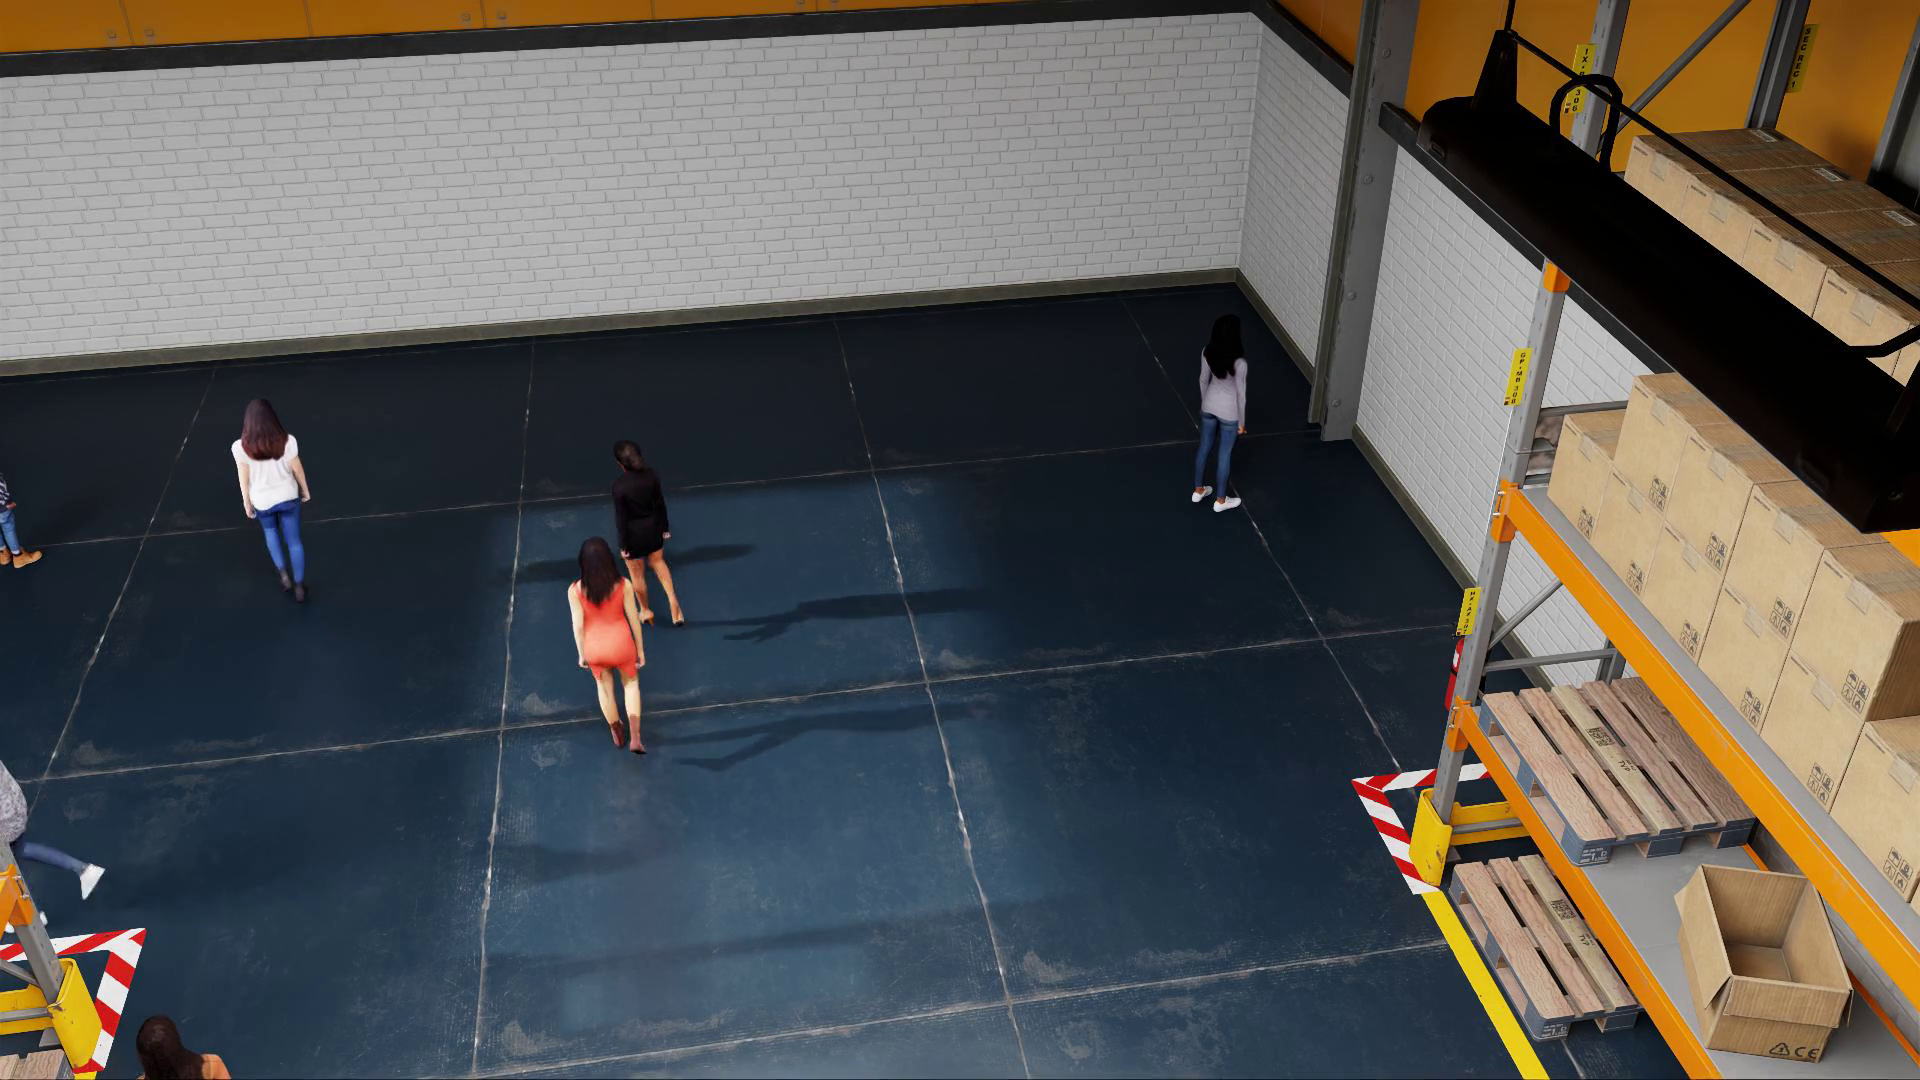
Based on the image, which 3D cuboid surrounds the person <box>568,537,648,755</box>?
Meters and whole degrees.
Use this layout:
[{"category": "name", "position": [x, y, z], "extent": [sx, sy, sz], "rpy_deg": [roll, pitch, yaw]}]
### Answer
[{"category": "person", "position": [-2.287, 0.758, 10.871], "extent": [0.619, 1.708, 0.826], "rpy_deg": [-9, 35, -13]}]

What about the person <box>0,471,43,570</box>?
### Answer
[{"category": "person", "position": [-7.542, -0.349, 12.950], "extent": [0.587, 1.251, 0.633], "rpy_deg": [14, 36, 20]}]

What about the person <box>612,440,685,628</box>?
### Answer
[{"category": "person", "position": [-2.262, 0.016, 12.061], "extent": [0.769, 1.627, 0.872], "rpy_deg": [-25, 41, -32]}]

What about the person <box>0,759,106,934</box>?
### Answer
[{"category": "person", "position": [-5.457, 1.600, 9.604], "extent": [0.720, 1.708, 0.820], "rpy_deg": [-7, 34, -11]}]

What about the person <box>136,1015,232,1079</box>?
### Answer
[{"category": "person", "position": [-3.486, 2.878, 7.716], "extent": [0.665, 1.671, 0.967], "rpy_deg": [-11, 35, -16]}]

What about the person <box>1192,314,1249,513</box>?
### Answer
[{"category": "person", "position": [2.120, -1.041, 13.554], "extent": [0.749, 1.735, 0.646], "rpy_deg": [-28, 43, -35]}]

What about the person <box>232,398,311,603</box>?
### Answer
[{"category": "person", "position": [-5.081, -0.228, 12.391], "extent": [0.655, 1.667, 0.638], "rpy_deg": [-12, 35, -17]}]
